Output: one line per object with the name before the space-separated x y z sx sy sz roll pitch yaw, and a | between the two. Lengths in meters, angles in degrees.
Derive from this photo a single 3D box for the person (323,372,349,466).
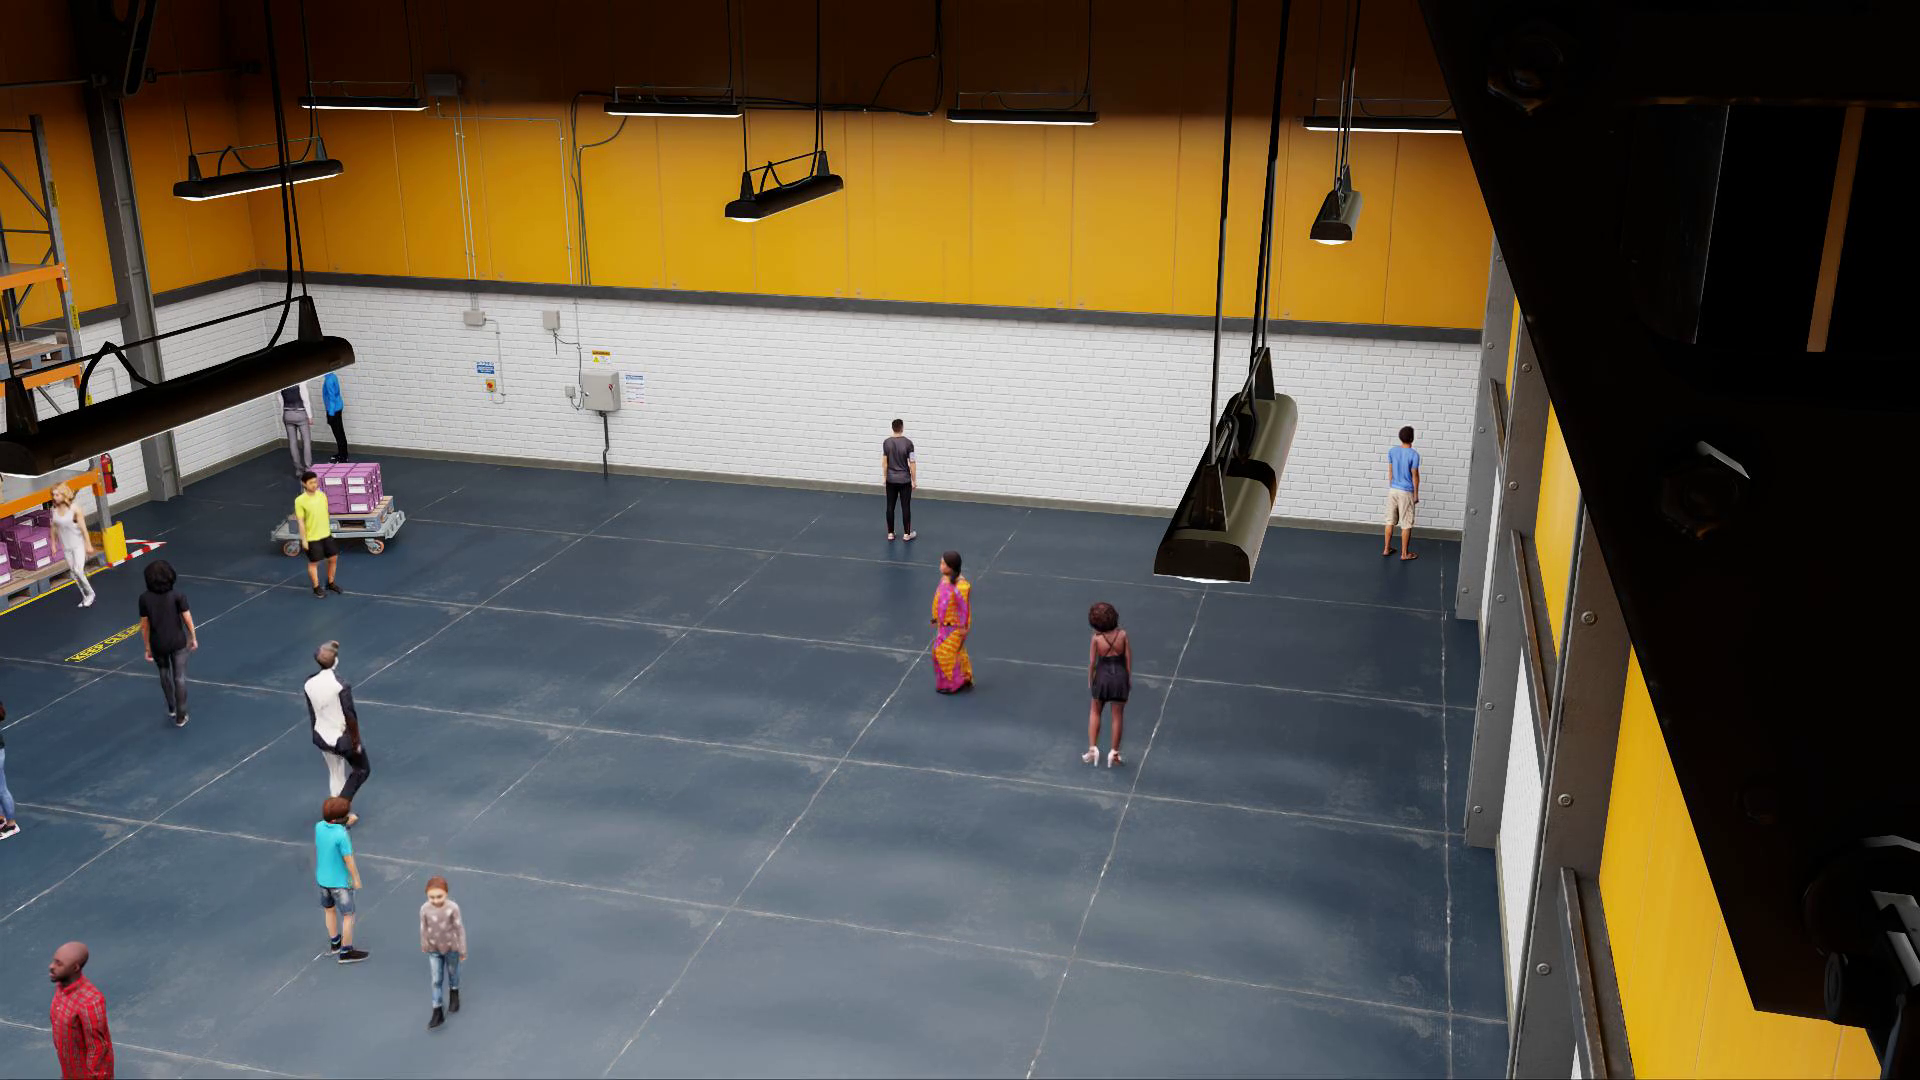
person | -10.294 -2.143 27.404 0.752 1.801 0.629 -4 19 -11

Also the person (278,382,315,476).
person | -10.681 -2.000 26.745 0.745 1.950 0.726 2 19 5

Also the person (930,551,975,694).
person | -0.024 0.897 18.610 0.892 1.652 0.841 -6 20 -17

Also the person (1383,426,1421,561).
person | 6.094 -0.662 22.910 0.751 1.863 0.740 -17 25 -40

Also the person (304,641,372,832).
person | -5.801 1.879 15.342 0.722 1.877 0.773 7 20 19

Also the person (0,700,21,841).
person | -9.015 1.987 15.428 0.696 1.616 0.721 15 24 38

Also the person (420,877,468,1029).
person | -3.967 3.099 12.817 0.659 1.176 0.802 -2 19 -5

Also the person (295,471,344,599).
person | -8.357 -0.084 21.459 0.803 1.693 0.695 13 23 34

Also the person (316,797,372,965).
person | -5.105 2.720 13.538 0.702 1.434 0.616 4 19 13

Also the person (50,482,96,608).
person | -11.219 0.033 21.164 0.639 1.659 0.572 3 19 9

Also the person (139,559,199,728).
person | -8.430 1.123 17.681 0.845 1.815 0.911 -6 19 -17

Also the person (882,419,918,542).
person | -0.878 -0.862 23.659 0.642 1.764 0.518 5 19 13

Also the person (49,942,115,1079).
person | -5.688 3.425 10.842 0.750 1.819 0.742 16 24 39

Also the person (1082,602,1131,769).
person | 1.525 1.459 16.767 0.683 1.763 0.656 4 19 11
